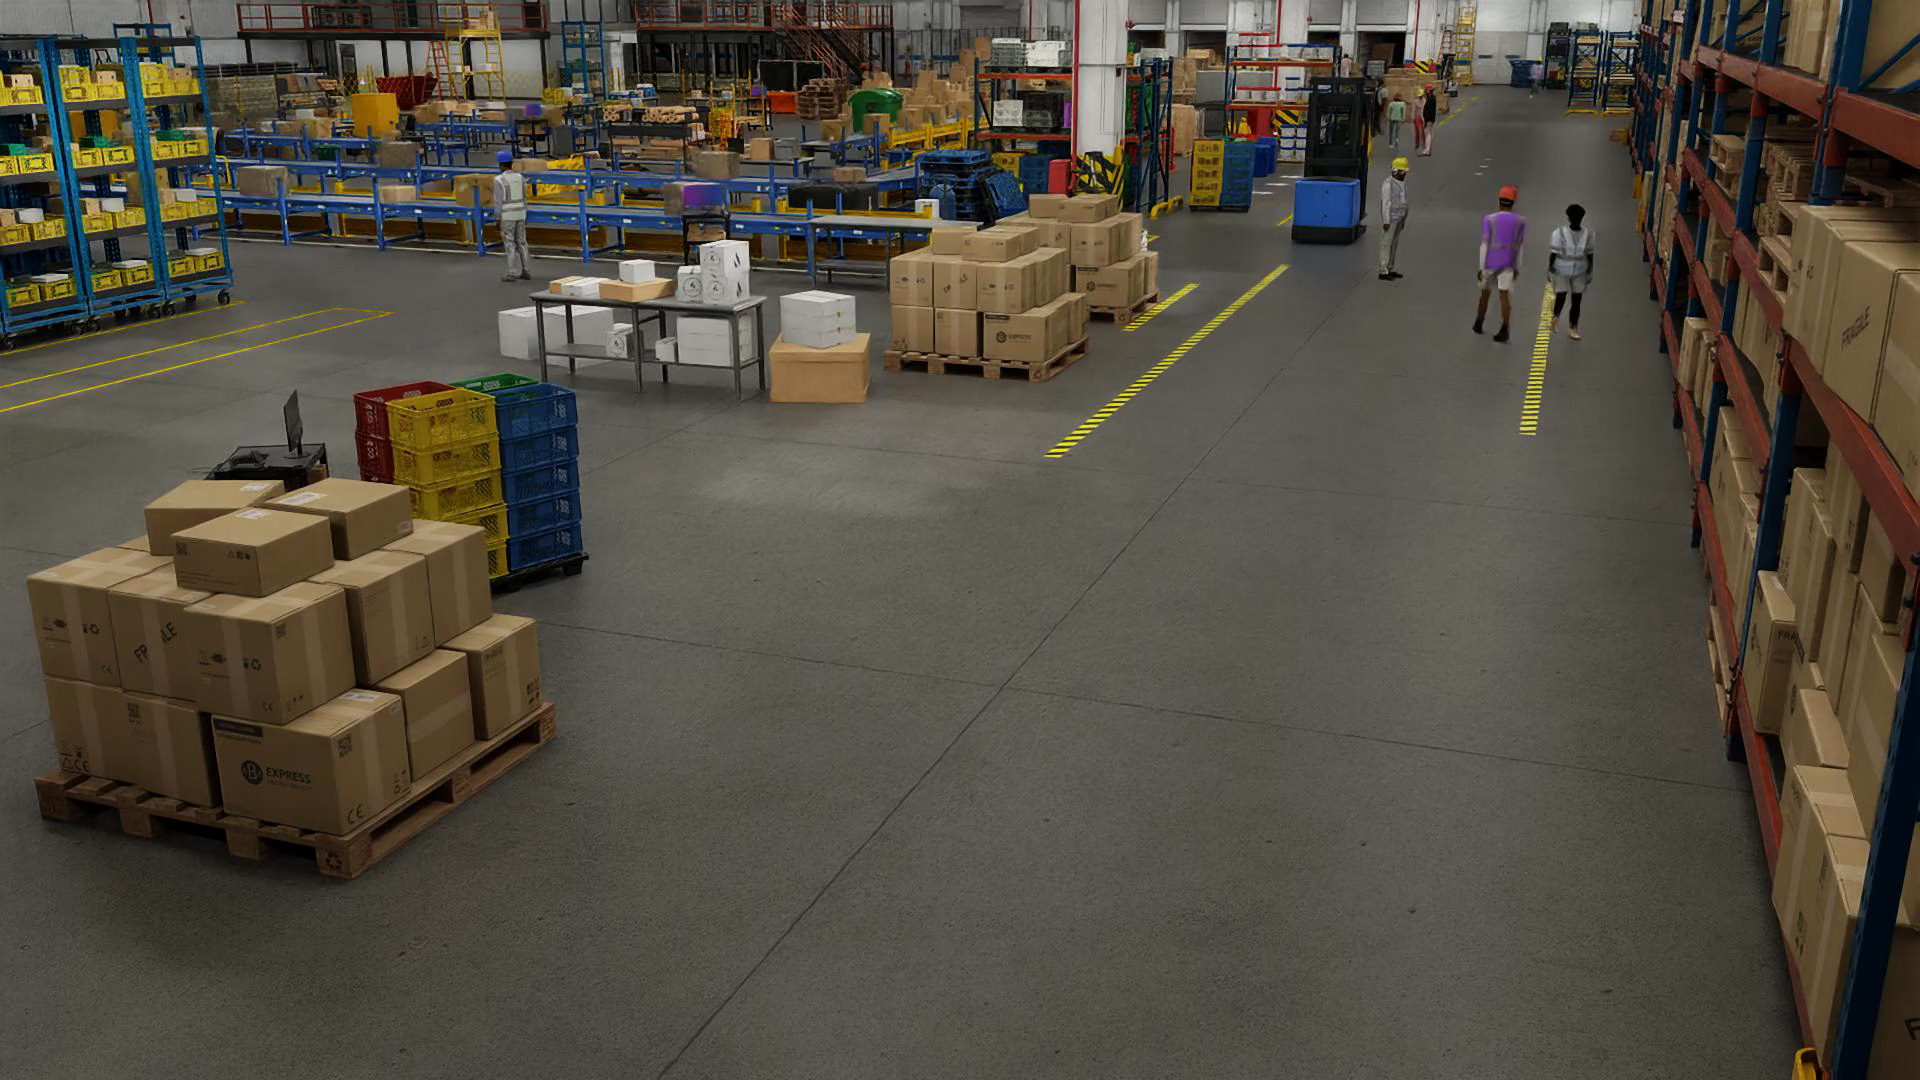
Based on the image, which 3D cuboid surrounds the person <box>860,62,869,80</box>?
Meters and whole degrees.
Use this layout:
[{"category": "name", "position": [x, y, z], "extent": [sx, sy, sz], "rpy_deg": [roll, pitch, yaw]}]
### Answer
[{"category": "person", "position": [-3.842, -18.433, 67.643], "extent": [0.479, 1.922, 0.553], "rpy_deg": [2, 18, 5]}]

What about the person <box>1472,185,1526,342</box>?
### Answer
[{"category": "person", "position": [6.665, -3.414, 20.519], "extent": [0.552, 1.883, 0.995], "rpy_deg": [0, 18, 1]}]

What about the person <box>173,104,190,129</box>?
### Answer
[{"category": "person", "position": [-25.673, -14.314, 54.523], "extent": [0.644, 2.024, 0.621], "rpy_deg": [0, 18, 0]}]

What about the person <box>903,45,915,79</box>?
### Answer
[{"category": "person", "position": [-3.009, -28.341, 98.687], "extent": [0.839, 1.960, 0.664], "rpy_deg": [0, 18, -1]}]

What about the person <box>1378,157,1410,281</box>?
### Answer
[{"category": "person", "position": [6.544, -4.835, 25.056], "extent": [0.404, 1.828, 0.587], "rpy_deg": [13, 22, 36]}]

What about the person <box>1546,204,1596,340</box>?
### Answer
[{"category": "person", "position": [7.507, -3.306, 20.486], "extent": [0.575, 1.673, 0.410], "rpy_deg": [1, 18, 3]}]

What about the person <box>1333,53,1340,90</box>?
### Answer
[{"category": "person", "position": [19.432, -24.054, 85.342], "extent": [0.704, 1.899, 0.441], "rpy_deg": [-12, 21, -33]}]

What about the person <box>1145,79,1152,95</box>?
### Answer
[{"category": "person", "position": [6.406, -14.936, 57.026], "extent": [0.323, 1.689, 0.537], "rpy_deg": [-10, 20, -29]}]

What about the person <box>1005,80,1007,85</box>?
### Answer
[{"category": "person", "position": [1.937, -18.231, 67.073], "extent": [0.317, 1.875, 0.532], "rpy_deg": [-5, 18, -16]}]

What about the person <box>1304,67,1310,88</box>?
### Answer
[{"category": "person", "position": [16.042, -21.503, 77.624], "extent": [0.503, 1.702, 0.848], "rpy_deg": [8, 19, 23]}]

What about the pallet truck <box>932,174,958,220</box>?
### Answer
[{"category": "pallet truck", "position": [-0.507, -5.292, 27.348], "extent": [0.653, 1.274, 1.630], "rpy_deg": [6, 19, 19]}]

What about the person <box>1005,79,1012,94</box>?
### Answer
[{"category": "person", "position": [1.761, -16.006, 59.974], "extent": [0.519, 1.945, 0.608], "rpy_deg": [9, 20, 25]}]

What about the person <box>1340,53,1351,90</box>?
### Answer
[{"category": "person", "position": [19.735, -24.011, 85.286], "extent": [0.633, 1.841, 0.429], "rpy_deg": [5, 18, 14]}]

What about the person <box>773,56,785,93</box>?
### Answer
[{"category": "person", "position": [-8.533, -21.865, 78.513], "extent": [0.700, 1.868, 0.603], "rpy_deg": [-1, 18, -3]}]

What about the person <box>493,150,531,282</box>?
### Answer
[{"category": "person", "position": [-6.722, -4.841, 24.905], "extent": [0.417, 1.940, 0.601], "rpy_deg": [10, 20, 29]}]

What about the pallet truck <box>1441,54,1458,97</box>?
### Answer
[{"category": "pallet truck", "position": [22.765, -21.886, 78.355], "extent": [0.823, 1.965, 1.885], "rpy_deg": [-4, 18, -14]}]

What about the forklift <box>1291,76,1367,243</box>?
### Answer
[{"category": "forklift", "position": [6.598, -6.755, 29.381], "extent": [1.129, 2.768, 1.873], "rpy_deg": [6, 19, 19]}]

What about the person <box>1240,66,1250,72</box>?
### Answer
[{"category": "person", "position": [11.766, -18.836, 68.902], "extent": [0.392, 1.920, 0.593], "rpy_deg": [16, 24, 42]}]

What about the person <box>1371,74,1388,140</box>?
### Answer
[{"category": "person", "position": [13.153, -13.676, 52.489], "extent": [0.618, 2.000, 0.690], "rpy_deg": [-6, 18, -17]}]

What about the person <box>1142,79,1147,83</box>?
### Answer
[{"category": "person", "position": [6.786, -16.382, 61.489], "extent": [0.542, 1.722, 0.862], "rpy_deg": [-10, 20, -29]}]

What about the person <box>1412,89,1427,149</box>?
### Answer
[{"category": "person", "position": [13.575, -12.393, 48.980], "extent": [0.547, 1.726, 0.597], "rpy_deg": [2, 18, 5]}]

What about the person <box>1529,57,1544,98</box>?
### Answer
[{"category": "person", "position": [26.872, -21.568, 77.553], "extent": [0.592, 1.888, 0.947], "rpy_deg": [-4, 18, -13]}]

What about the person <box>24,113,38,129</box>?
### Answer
[{"category": "person", "position": [-31.803, -14.918, 56.616], "extent": [0.643, 1.905, 0.399], "rpy_deg": [-9, 20, -25]}]

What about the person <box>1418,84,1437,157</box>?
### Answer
[{"category": "person", "position": [12.991, -11.632, 46.155], "extent": [0.391, 1.986, 0.608], "rpy_deg": [9, 20, 27]}]

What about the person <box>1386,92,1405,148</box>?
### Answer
[{"category": "person", "position": [12.903, -12.437, 49.281], "extent": [0.511, 1.617, 0.389], "rpy_deg": [3, 18, 10]}]
